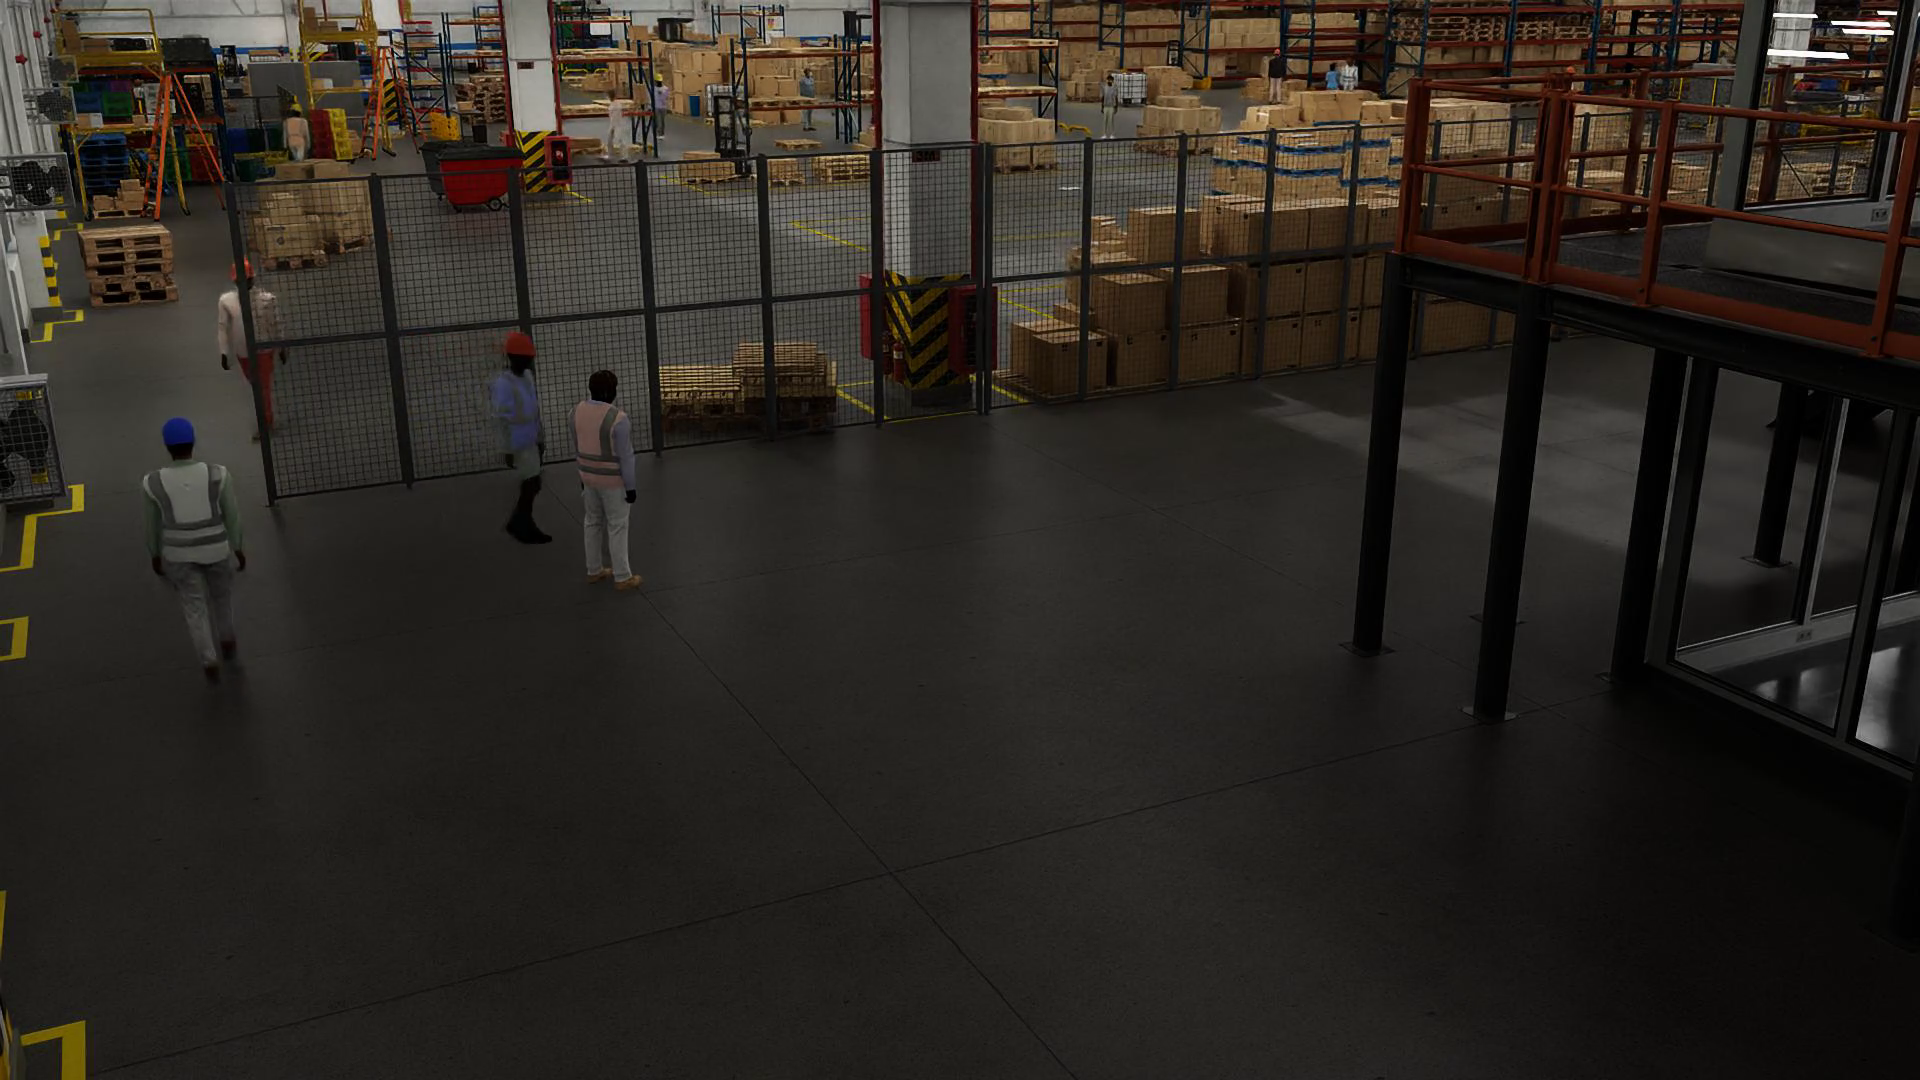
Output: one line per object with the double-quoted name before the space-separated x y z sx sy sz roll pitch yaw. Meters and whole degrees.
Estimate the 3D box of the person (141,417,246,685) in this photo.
"person" -5.532 0.033 12.024 0.639 1.914 0.882 -10 21 -26

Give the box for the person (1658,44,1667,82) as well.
"person" 31.279 -21.147 73.786 0.542 1.680 0.661 -1 19 -2

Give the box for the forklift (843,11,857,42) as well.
"forklift" -5.508 -25.078 83.367 1.873 2.768 1.129 -9 21 -25

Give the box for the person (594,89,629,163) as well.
"person" -9.104 -10.740 43.280 0.957 1.897 0.661 -7 20 -19

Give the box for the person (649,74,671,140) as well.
"person" -8.856 -12.801 49.256 0.619 1.893 0.856 -7 20 -18

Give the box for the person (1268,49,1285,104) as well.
"person" 11.851 -17.350 62.298 0.608 1.997 0.375 6 20 16

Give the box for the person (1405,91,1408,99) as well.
"person" 13.782 -13.122 50.632 0.510 1.597 0.863 1 19 4

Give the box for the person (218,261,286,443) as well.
"person" -7.720 -2.084 18.133 0.640 1.944 1.018 -2 19 -6

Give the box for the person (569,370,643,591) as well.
"person" -2.902 -0.493 13.690 0.623 1.835 0.431 12 22 31

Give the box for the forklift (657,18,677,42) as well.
"forklift" -12.647 -21.207 72.145 1.873 2.768 1.129 11 22 29

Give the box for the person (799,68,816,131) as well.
"person" -4.758 -13.792 52.071 0.362 1.939 0.636 13 23 33

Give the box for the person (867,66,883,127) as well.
"person" -2.563 -14.336 53.494 0.834 2.000 0.690 -8 21 -21

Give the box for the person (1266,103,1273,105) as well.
"person" 7.265 -9.299 39.099 0.449 1.905 0.589 -15 24 -38

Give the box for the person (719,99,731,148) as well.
"person" -5.767 -10.044 41.408 0.801 1.820 0.633 -12 23 -32

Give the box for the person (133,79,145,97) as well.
"person" -25.325 -13.406 51.423 0.519 1.633 0.312 6 20 18

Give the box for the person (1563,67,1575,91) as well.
"person" 19.175 -13.956 52.549 0.545 1.939 0.354 -17 25 -40

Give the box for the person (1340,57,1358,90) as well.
"person" 14.007 -16.388 59.710 0.637 1.869 0.549 9 21 24

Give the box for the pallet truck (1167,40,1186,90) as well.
"pallet truck" 9.045 -19.971 69.895 0.823 1.965 1.885 -3 19 -8

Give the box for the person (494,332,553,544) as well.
"person" -3.824 -0.880 14.657 0.400 1.926 0.566 4 19 11

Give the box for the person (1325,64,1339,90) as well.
"person" 13.299 -16.198 59.505 0.528 1.626 0.930 0 19 1

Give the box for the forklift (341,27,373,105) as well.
"forklift" -22.275 -17.346 60.954 1.873 2.768 1.129 -9 21 -25

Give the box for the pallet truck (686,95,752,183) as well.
"pallet truck" -5.836 -9.608 39.856 0.823 1.965 1.885 10 22 27

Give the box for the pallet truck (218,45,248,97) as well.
"pallet truck" -28.879 -18.665 66.111 0.823 1.965 1.885 -3 19 -9

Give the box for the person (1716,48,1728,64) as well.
"person" 31.244 -19.316 68.388 0.575 1.728 0.469 -7 20 -20

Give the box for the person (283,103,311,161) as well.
"person" -15.608 -9.283 39.093 0.629 1.889 0.819 2 19 4

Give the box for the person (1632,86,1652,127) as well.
"person" 19.211 -12.020 46.996 0.549 1.910 0.921 -5 20 -14

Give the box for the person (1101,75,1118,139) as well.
"person" 4.464 -12.947 49.748 0.509 1.860 0.333 8 21 22
